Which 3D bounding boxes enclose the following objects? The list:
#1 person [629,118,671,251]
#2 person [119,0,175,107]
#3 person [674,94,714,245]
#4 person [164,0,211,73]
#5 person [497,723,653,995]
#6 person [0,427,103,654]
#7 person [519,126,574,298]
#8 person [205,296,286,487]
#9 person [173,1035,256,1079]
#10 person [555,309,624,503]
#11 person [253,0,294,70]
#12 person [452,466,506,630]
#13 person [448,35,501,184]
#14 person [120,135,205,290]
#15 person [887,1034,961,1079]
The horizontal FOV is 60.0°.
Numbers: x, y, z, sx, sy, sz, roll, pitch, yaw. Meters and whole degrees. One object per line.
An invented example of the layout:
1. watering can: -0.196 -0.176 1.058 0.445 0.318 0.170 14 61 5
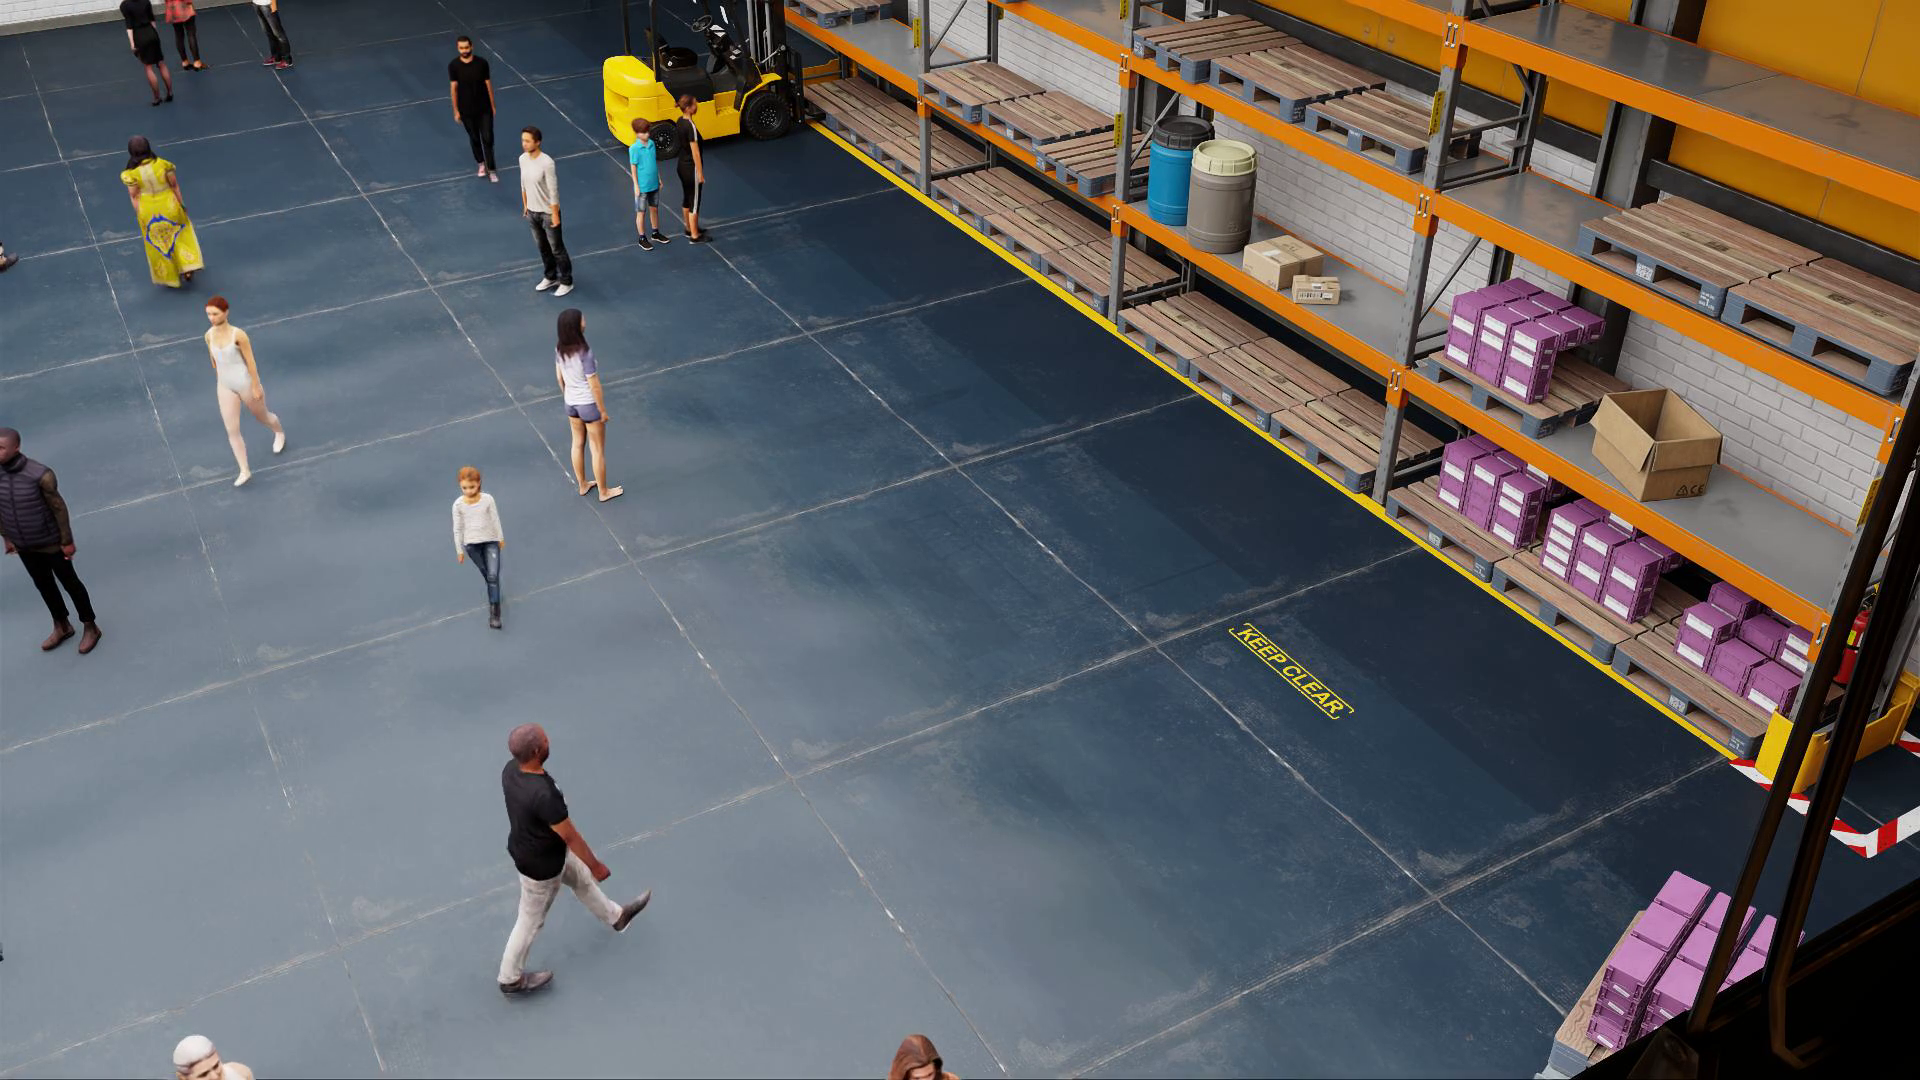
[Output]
1. person: -3.463 -3.949 18.318 0.586 1.450 0.583 24 40 31
2. person: -10.842 -6.648 22.147 0.644 1.705 0.657 20 39 28
3. person: -2.984 -4.104 18.353 0.640 1.669 0.459 -16 37 -23
4. person: -10.975 -7.458 23.368 0.693 1.702 0.763 10 35 15
5. person: -2.421 1.853 9.325 0.766 1.743 1.181 -19 38 -26
6. person: -6.652 -0.006 12.037 0.780 1.836 0.801 4 34 6
7. person: -4.288 -3.418 17.197 0.629 1.807 0.768 20 39 27
8. person: -6.126 -1.337 14.246 0.926 1.607 1.095 2 34 3
9. person: -3.463 2.902 7.790 0.945 1.694 0.799 24 40 31
10. person: -3.126 -1.128 13.817 0.595 1.733 0.719 20 39 27
11. person: -9.791 -7.598 23.492 0.618 1.800 0.774 24 40 31
12. person: -3.603 -0.005 12.531 0.674 1.287 0.959 -7 34 -10
13. person: -5.814 -5.191 19.930 0.805 1.733 1.047 -8 35 -12
14. person: -8.280 -3.367 17.265 0.719 1.646 0.804 -19 38 -26
15. person: -0.193 2.900 7.768 0.624 1.722 0.553 -12 35 -17
